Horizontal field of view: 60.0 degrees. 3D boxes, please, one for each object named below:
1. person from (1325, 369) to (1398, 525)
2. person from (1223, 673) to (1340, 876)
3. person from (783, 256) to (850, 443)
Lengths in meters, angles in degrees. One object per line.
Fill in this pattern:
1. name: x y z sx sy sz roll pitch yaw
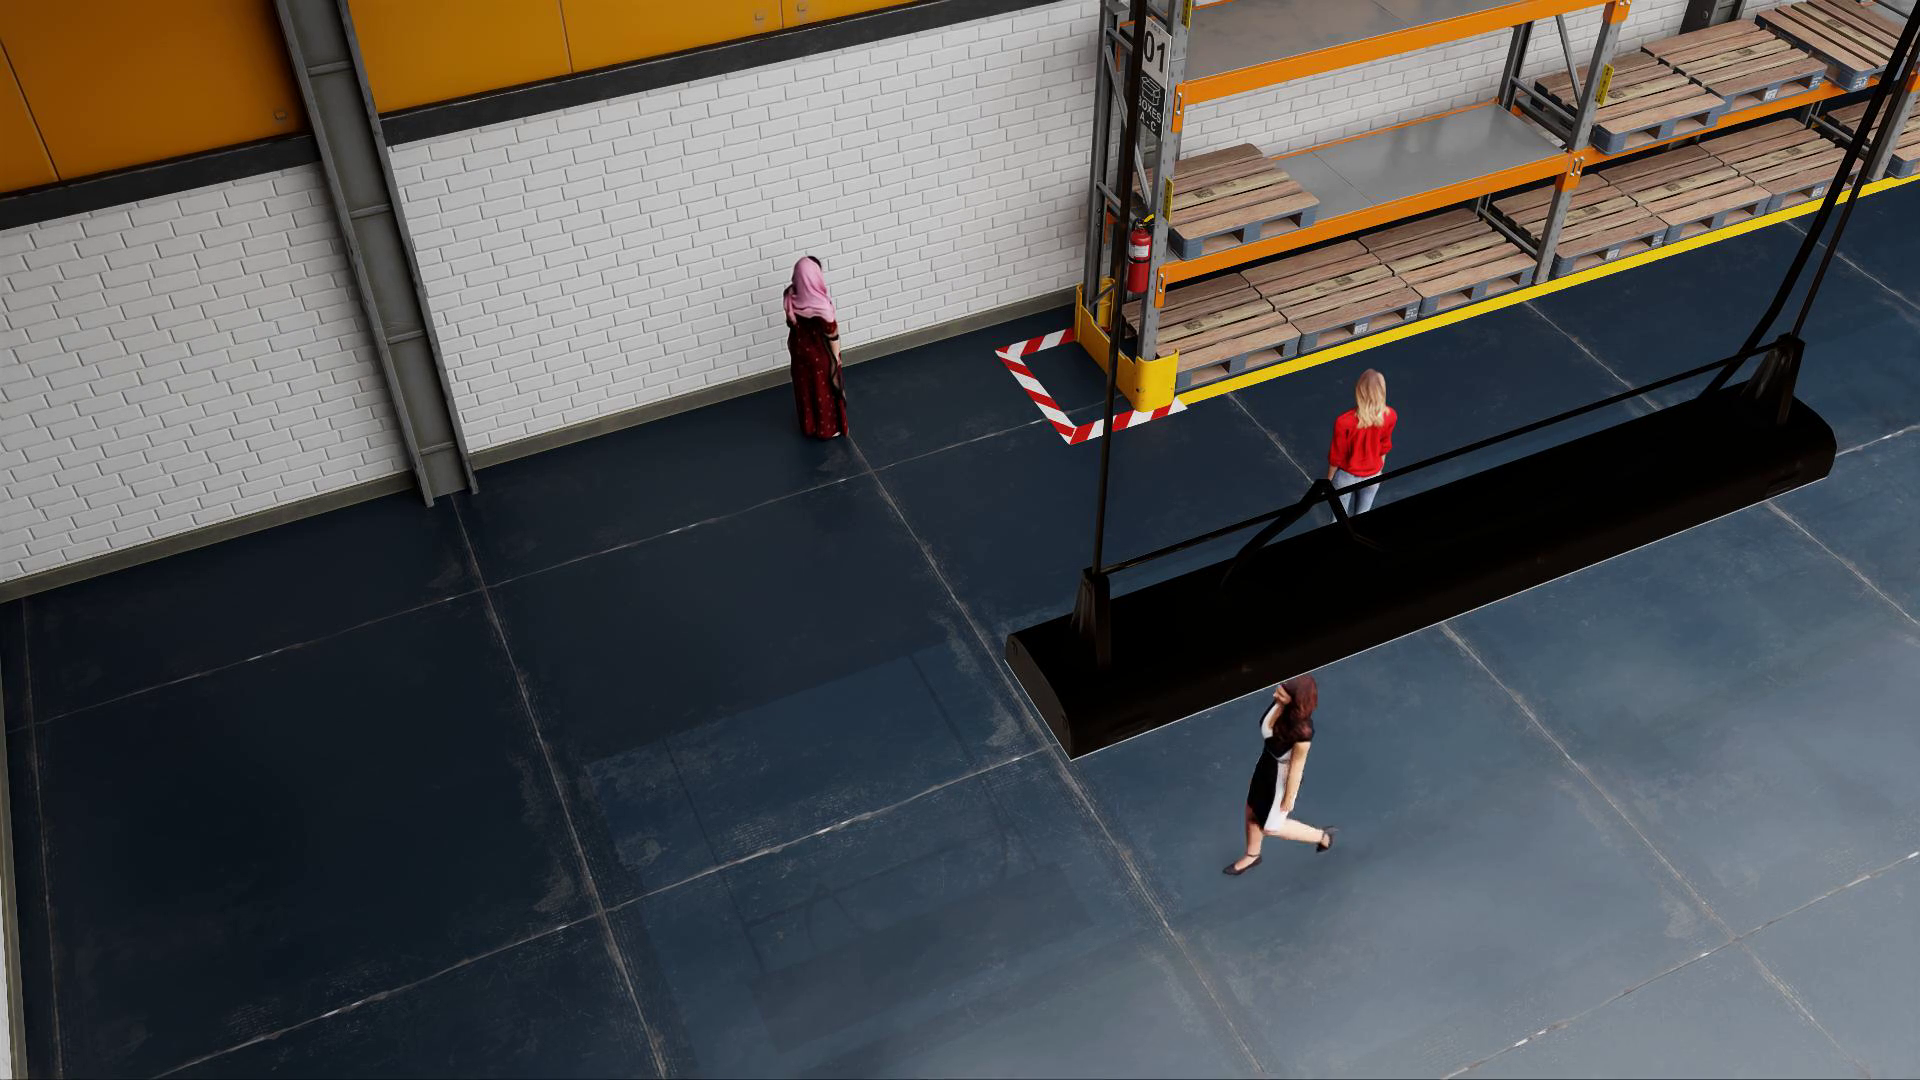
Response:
1. person: 2.733 -0.454 11.482 0.532 1.704 0.720 -8 44 -9
2. person: 1.900 1.350 9.532 0.971 1.781 0.739 -5 44 -6
3. person: -1.100 -1.449 12.573 0.753 1.639 0.757 28 50 27
